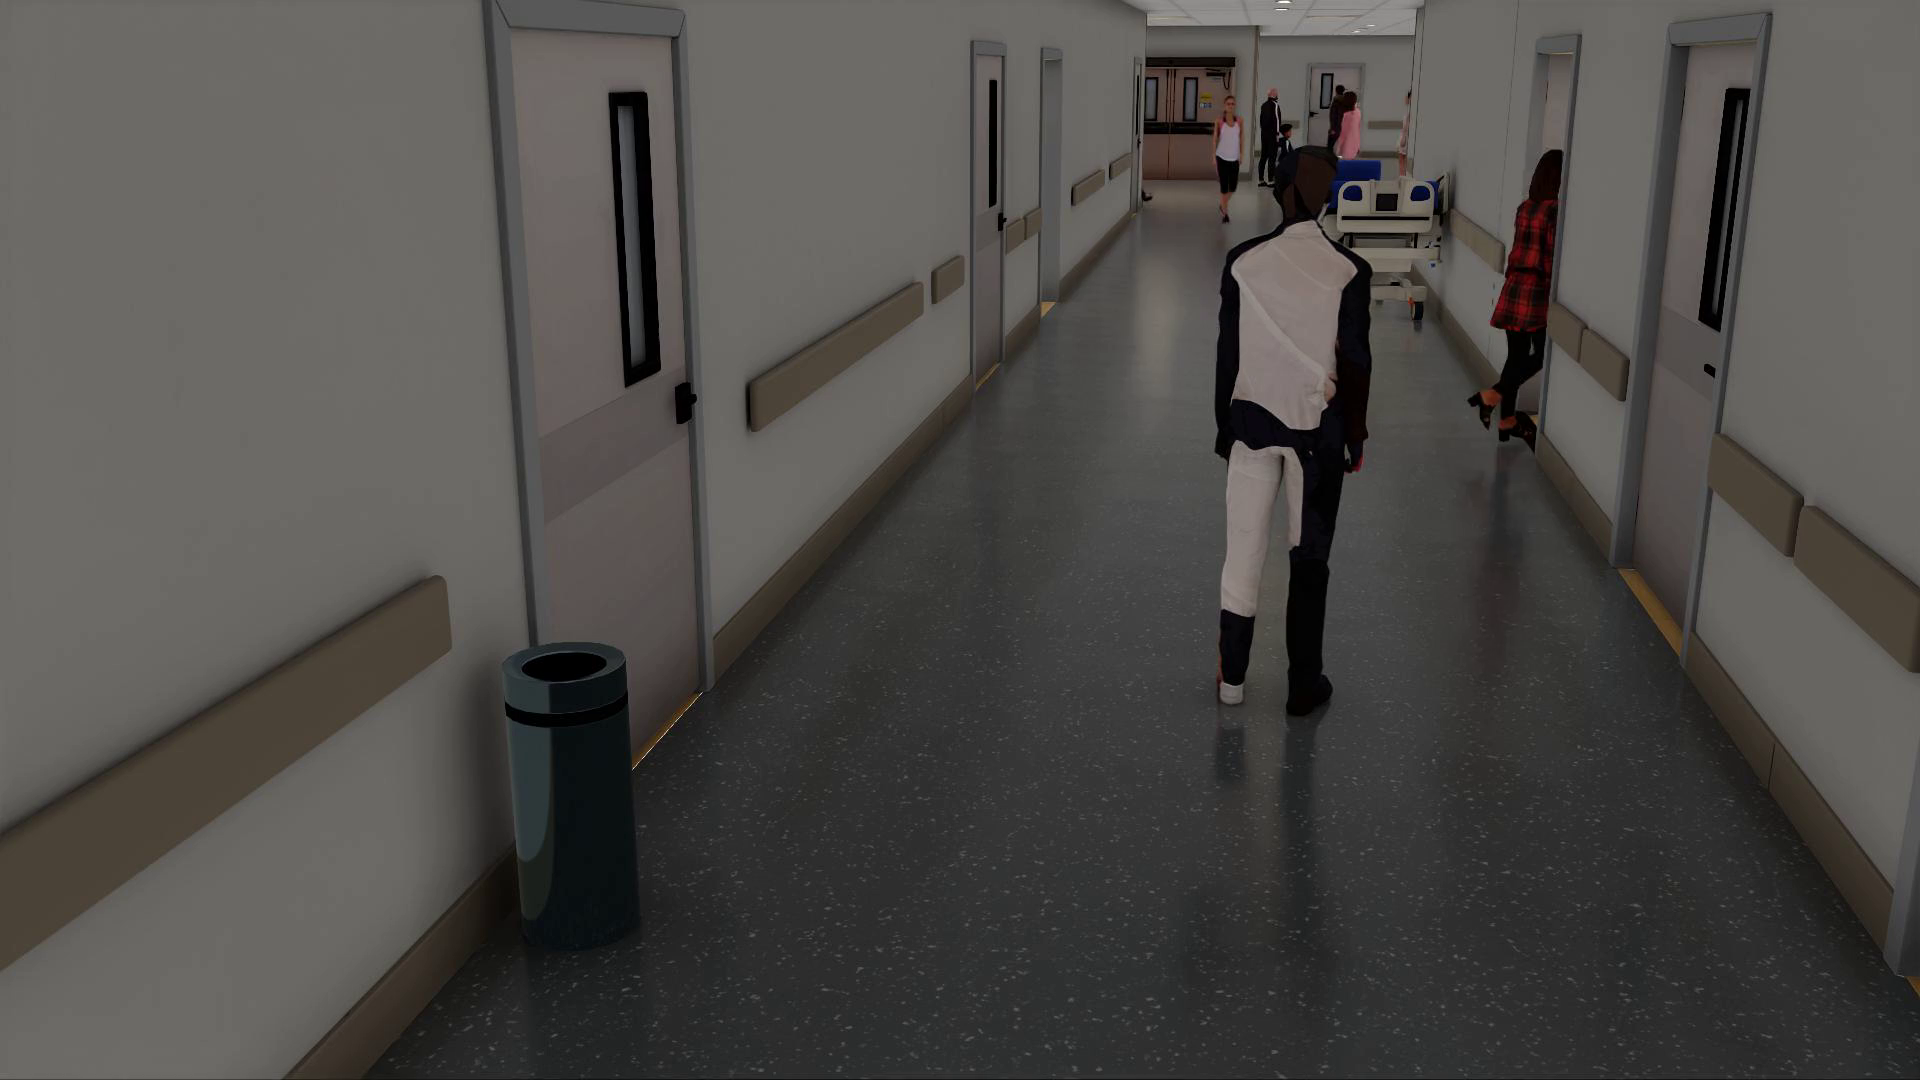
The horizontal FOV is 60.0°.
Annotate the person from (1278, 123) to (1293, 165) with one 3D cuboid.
[{"bbox_3d":[5.807,-6.837,29.799,0.480,1.221,0.520,1,16,5],"label":"person"}]

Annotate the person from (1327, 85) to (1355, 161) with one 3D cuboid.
[{"bbox_3d":[8.142,-8.707,35.359,1.294,1.803,1.265,-8,18,-26],"label":"person"}]

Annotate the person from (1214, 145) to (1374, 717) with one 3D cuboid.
[{"bbox_3d":[1.092,-0.356,5.578,0.608,1.890,0.789,7,17,22],"label":"person"}]

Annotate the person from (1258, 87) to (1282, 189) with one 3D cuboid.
[{"bbox_3d":[5.806,-7.550,31.192,0.780,1.837,0.759,-7,17,-24],"label":"person"}]

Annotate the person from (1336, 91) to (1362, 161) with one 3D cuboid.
[{"bbox_3d":[6.594,-6.550,27.750,0.853,1.781,0.805,14,21,40],"label":"person"}]

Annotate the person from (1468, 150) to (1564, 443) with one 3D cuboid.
[{"bbox_3d":[3.213,-1.357,9.498,0.957,1.688,0.893,-7,17,-24],"label":"person"}]

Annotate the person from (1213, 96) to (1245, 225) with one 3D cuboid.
[{"bbox_3d":[3.813,-5.430,23.789,0.943,1.774,0.804,-1,16,-3],"label":"person"}]
